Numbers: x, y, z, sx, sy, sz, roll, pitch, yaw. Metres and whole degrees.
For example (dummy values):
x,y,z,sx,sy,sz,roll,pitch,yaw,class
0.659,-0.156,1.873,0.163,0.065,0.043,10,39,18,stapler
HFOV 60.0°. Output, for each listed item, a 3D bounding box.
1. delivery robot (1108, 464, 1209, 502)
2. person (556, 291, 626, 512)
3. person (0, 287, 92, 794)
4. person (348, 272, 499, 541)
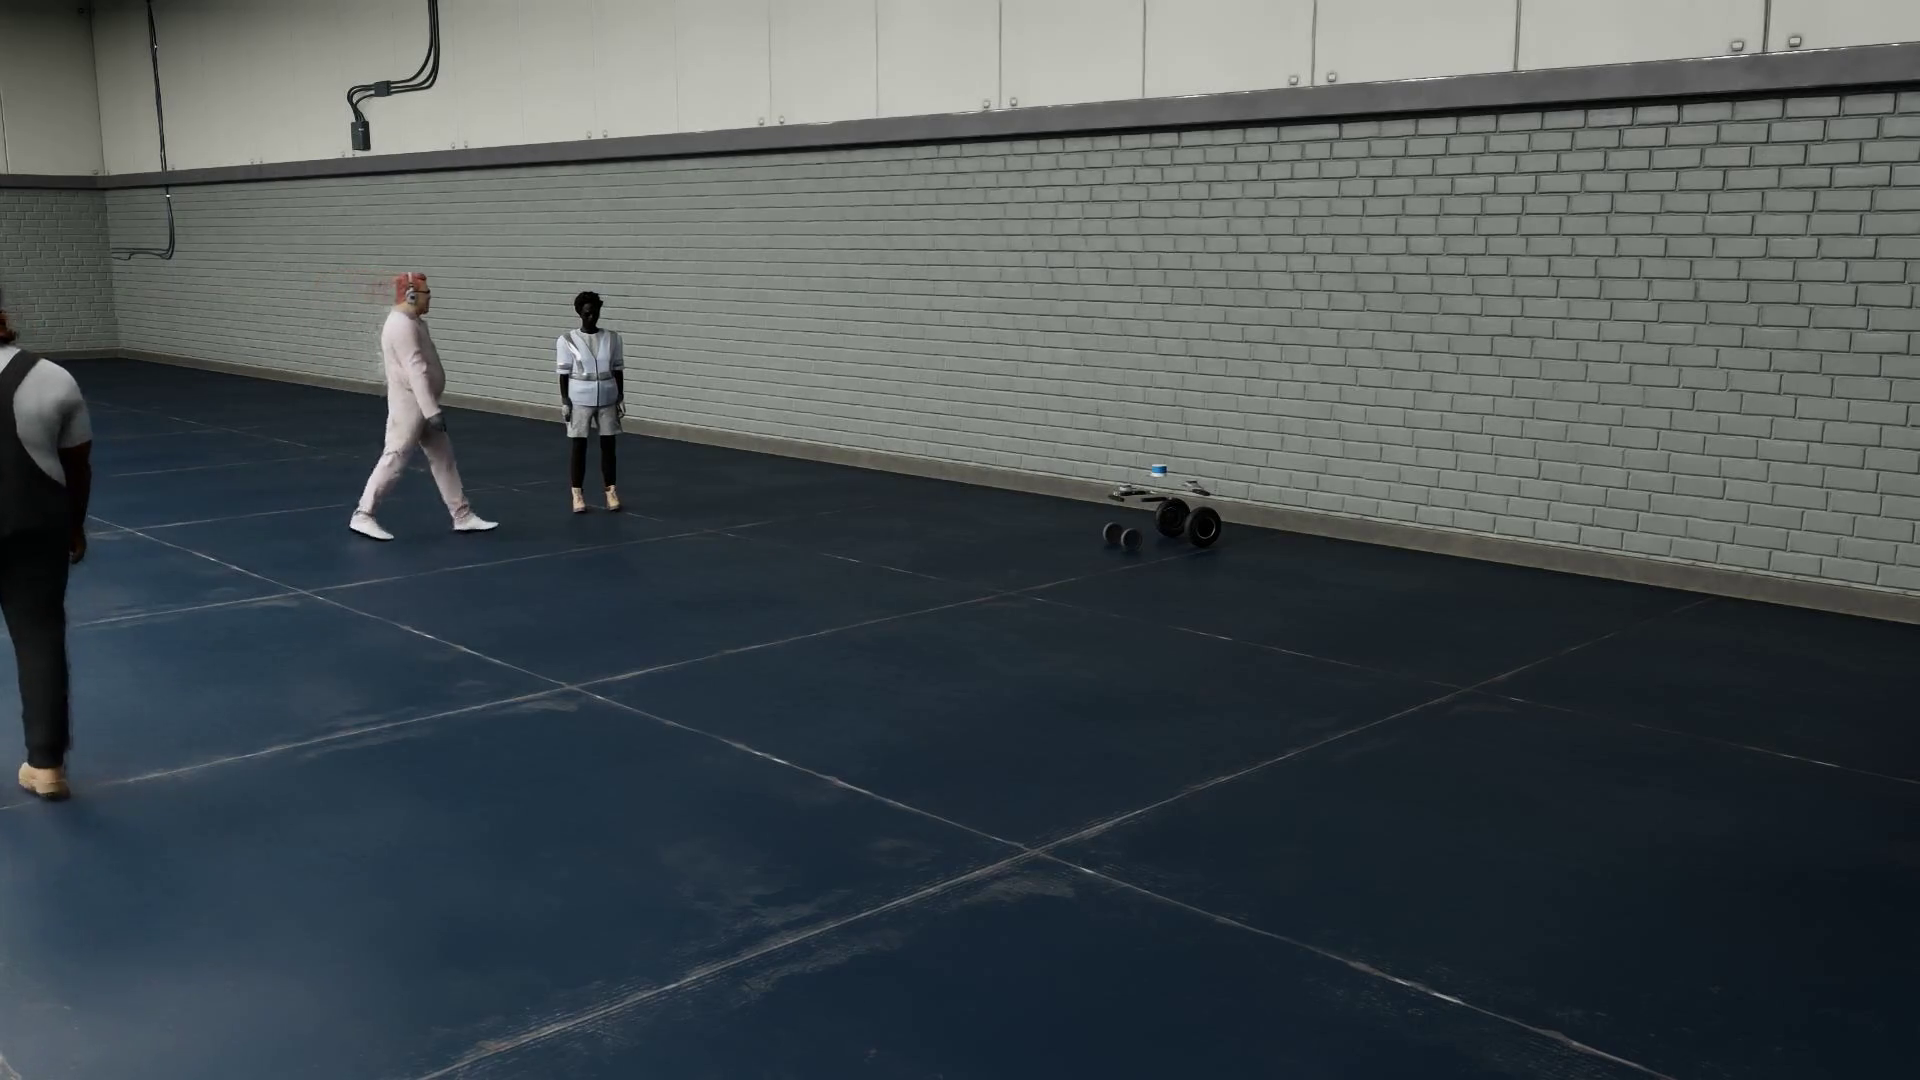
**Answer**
x,y,z,sx,sy,sz,roll,pitch,yaw,class
1.372,-0.407,11.451,0.698,0.223,0.335,-4,11,-22,delivery robot
-2.824,-1.060,12.769,0.530,1.689,0.321,-6,12,-28,person
-3.740,-0.051,6.425,0.700,2.000,0.937,-8,13,-38,person
-3.821,-0.933,11.614,0.985,1.867,0.636,-2,11,-11,person
